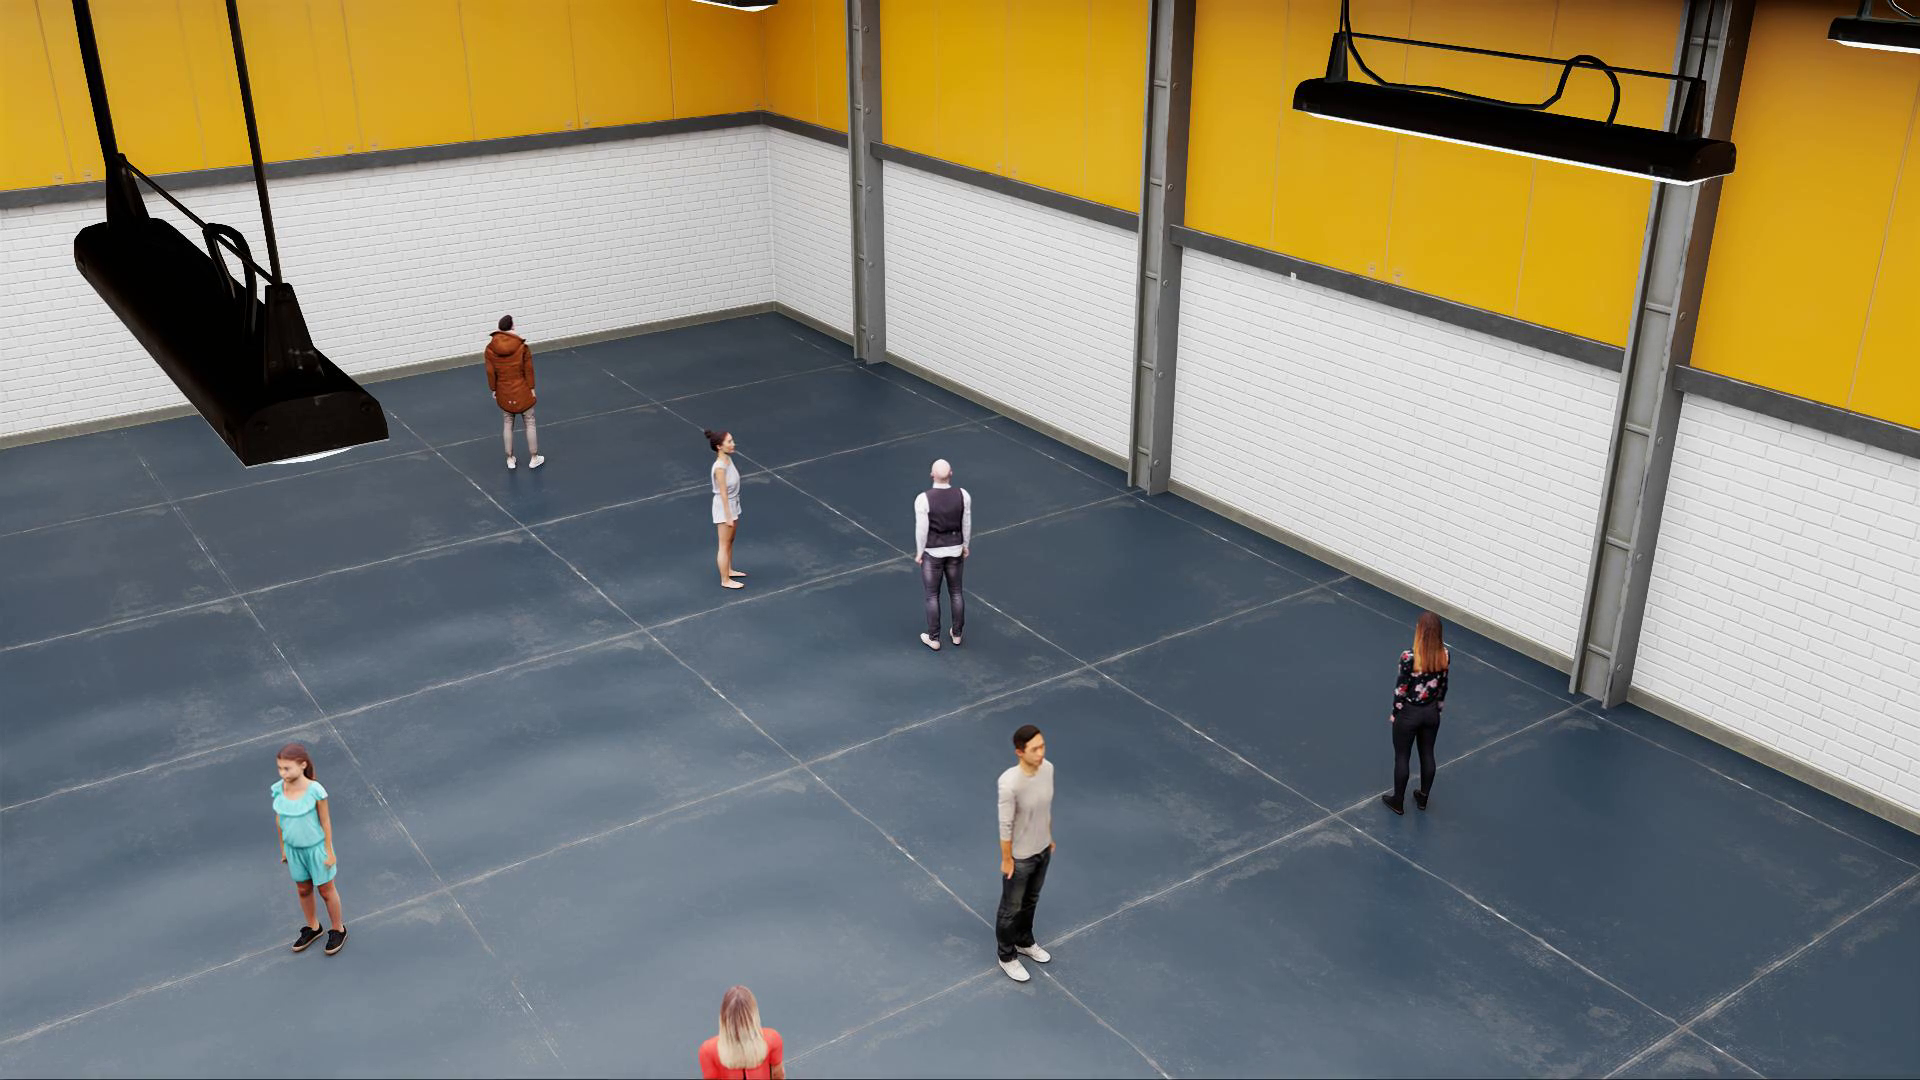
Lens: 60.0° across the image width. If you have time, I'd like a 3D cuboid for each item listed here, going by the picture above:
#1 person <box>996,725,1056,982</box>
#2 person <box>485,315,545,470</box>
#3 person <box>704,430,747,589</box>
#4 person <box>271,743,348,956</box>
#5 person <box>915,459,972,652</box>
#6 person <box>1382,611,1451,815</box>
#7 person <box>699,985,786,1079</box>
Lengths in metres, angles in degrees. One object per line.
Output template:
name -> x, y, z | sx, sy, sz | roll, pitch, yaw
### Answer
person -> 0.413, 2.004, 10.884 | 0.625, 1.811, 0.698 | 20, 31, 39
person -> -5.189, -1.724, 19.378 | 0.849, 1.839, 0.889 | 0, 24, -1
person -> -2.318, -0.323, 16.467 | 0.729, 1.604, 0.652 | 0, 24, 0
person -> -4.351, 2.047, 11.103 | 0.634, 1.558, 0.697 | 5, 24, 10
person -> -0.159, 0.126, 15.164 | 0.739, 1.824, 0.675 | -9, 25, -20
person -> 3.484, 1.306, 12.643 | 0.640, 1.682, 0.616 | -5, 24, -12
person -> -1.111, 3.036, 8.670 | 0.654, 1.693, 0.637 | -7, 24, -15
